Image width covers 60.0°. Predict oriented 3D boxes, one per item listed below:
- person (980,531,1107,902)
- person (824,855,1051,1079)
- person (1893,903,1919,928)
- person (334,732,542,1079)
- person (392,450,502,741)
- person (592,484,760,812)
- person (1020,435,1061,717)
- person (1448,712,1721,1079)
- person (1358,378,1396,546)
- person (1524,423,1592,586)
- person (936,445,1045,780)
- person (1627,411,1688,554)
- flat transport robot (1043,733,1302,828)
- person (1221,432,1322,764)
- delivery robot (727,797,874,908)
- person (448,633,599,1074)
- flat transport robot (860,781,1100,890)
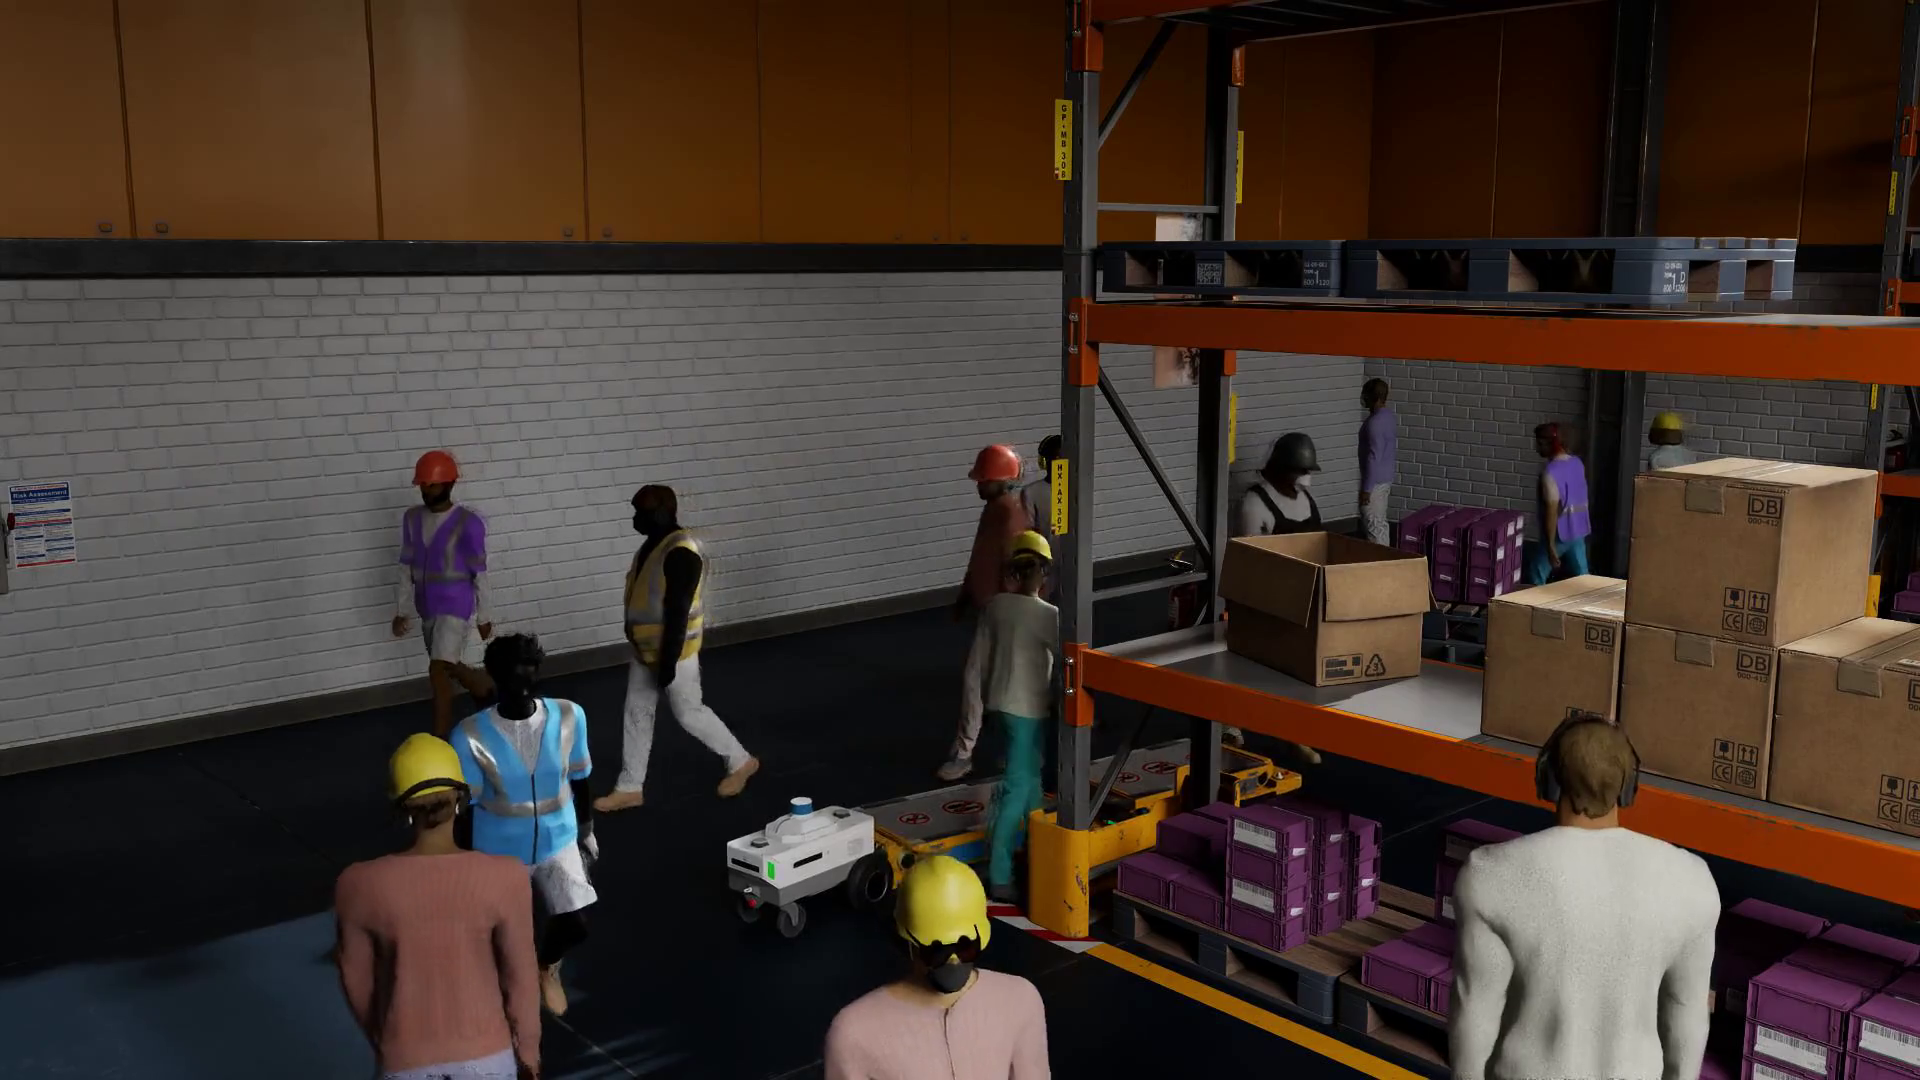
[{"bbox_3d":[0.364,0.836,7.893,0.627,1.734,0.669,-6,12,-33],"label":"person"},{"bbox_3d":[-0.009,1.546,3.688,0.534,1.751,0.570,-5,11,-26],"label":"person"},{"bbox_3d":[4.657,0.902,7.075,0.631,1.888,1.040,-7,12,-36],"label":"person"},{"bbox_3d":[-1.417,1.397,4.562,0.541,1.746,0.452,-2,10,-13],"label":"person"},{"bbox_3d":[-3.072,0.382,10.078,0.539,1.907,0.950,5,11,26],"label":"person"},{"bbox_3d":[-1.566,0.583,9.161,0.890,1.812,0.627,-6,11,-32],"label":"person"},{"bbox_3d":[0.626,0.230,11.032,0.524,1.871,0.325,-7,12,-35],"label":"person"},{"bbox_3d":[1.518,1.375,4.129,0.635,1.936,0.354,0,10,3],"label":"person"},{"bbox_3d":[3.763,-0.506,15.138,0.366,1.939,0.635,4,11,23],"label":"person"},{"bbox_3d":[4.585,-0.023,12.795,0.605,1.769,1.007,-7,12,-37],"label":"person"},{"bbox_3d":[0.184,0.412,9.688,0.684,1.951,0.669,-1,10,-6],"label":"person"},{"bbox_3d":[5.948,-0.233,14.173,0.491,1.727,0.536,-4,11,-24],"label":"person"},{"bbox_3d":[1.170,1.338,9.221,1.431,0.197,0.652,-7,12,-37],"label":"flat transport robot"},{"bbox_3d":[1.881,0.326,9.970,0.700,2.000,0.684,-7,12,-34],"label":"person"},{"bbox_3d":[-0.725,1.423,7.617,0.477,0.478,0.707,8,13,40],"label":"delivery robot"},{"bbox_3d":[-1.638,1.144,6.236,0.564,1.673,0.484,-6,11,-30],"label":"person"},{"bbox_3d":[-0.048,1.468,8.459,1.431,0.197,0.652,-7,12,-34],"label":"flat transport robot"}]
